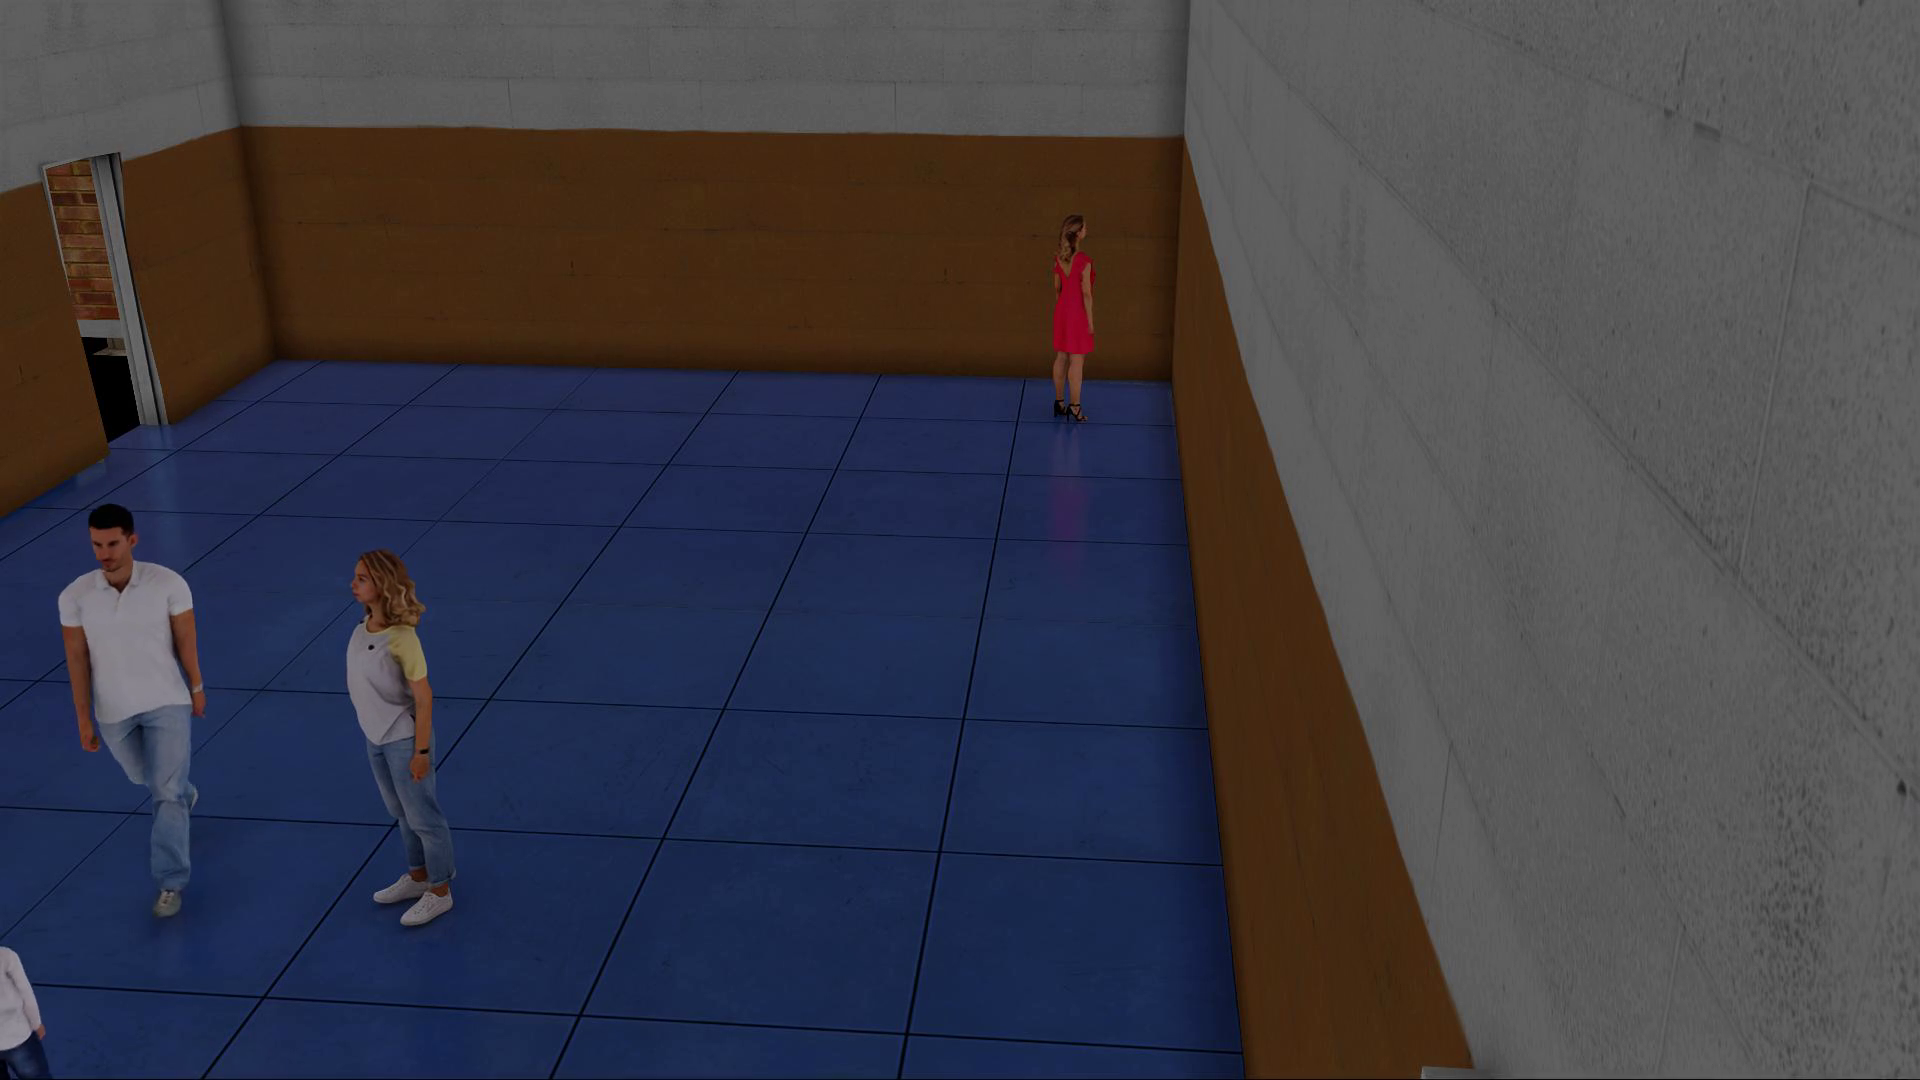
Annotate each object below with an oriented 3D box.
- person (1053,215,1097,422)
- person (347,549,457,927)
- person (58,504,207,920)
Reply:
[{"bbox_3d":[0.928,-1.848,13.822,0.715,1.729,0.662,-16,27,-34],"label":"person"},{"bbox_3d":[-2.391,0.838,7.123,0.768,1.723,0.694,-20,29,-40],"label":"person"},{"bbox_3d":[-3.615,0.681,7.389,1.220,1.831,0.930,-2,22,-5],"label":"person"}]
